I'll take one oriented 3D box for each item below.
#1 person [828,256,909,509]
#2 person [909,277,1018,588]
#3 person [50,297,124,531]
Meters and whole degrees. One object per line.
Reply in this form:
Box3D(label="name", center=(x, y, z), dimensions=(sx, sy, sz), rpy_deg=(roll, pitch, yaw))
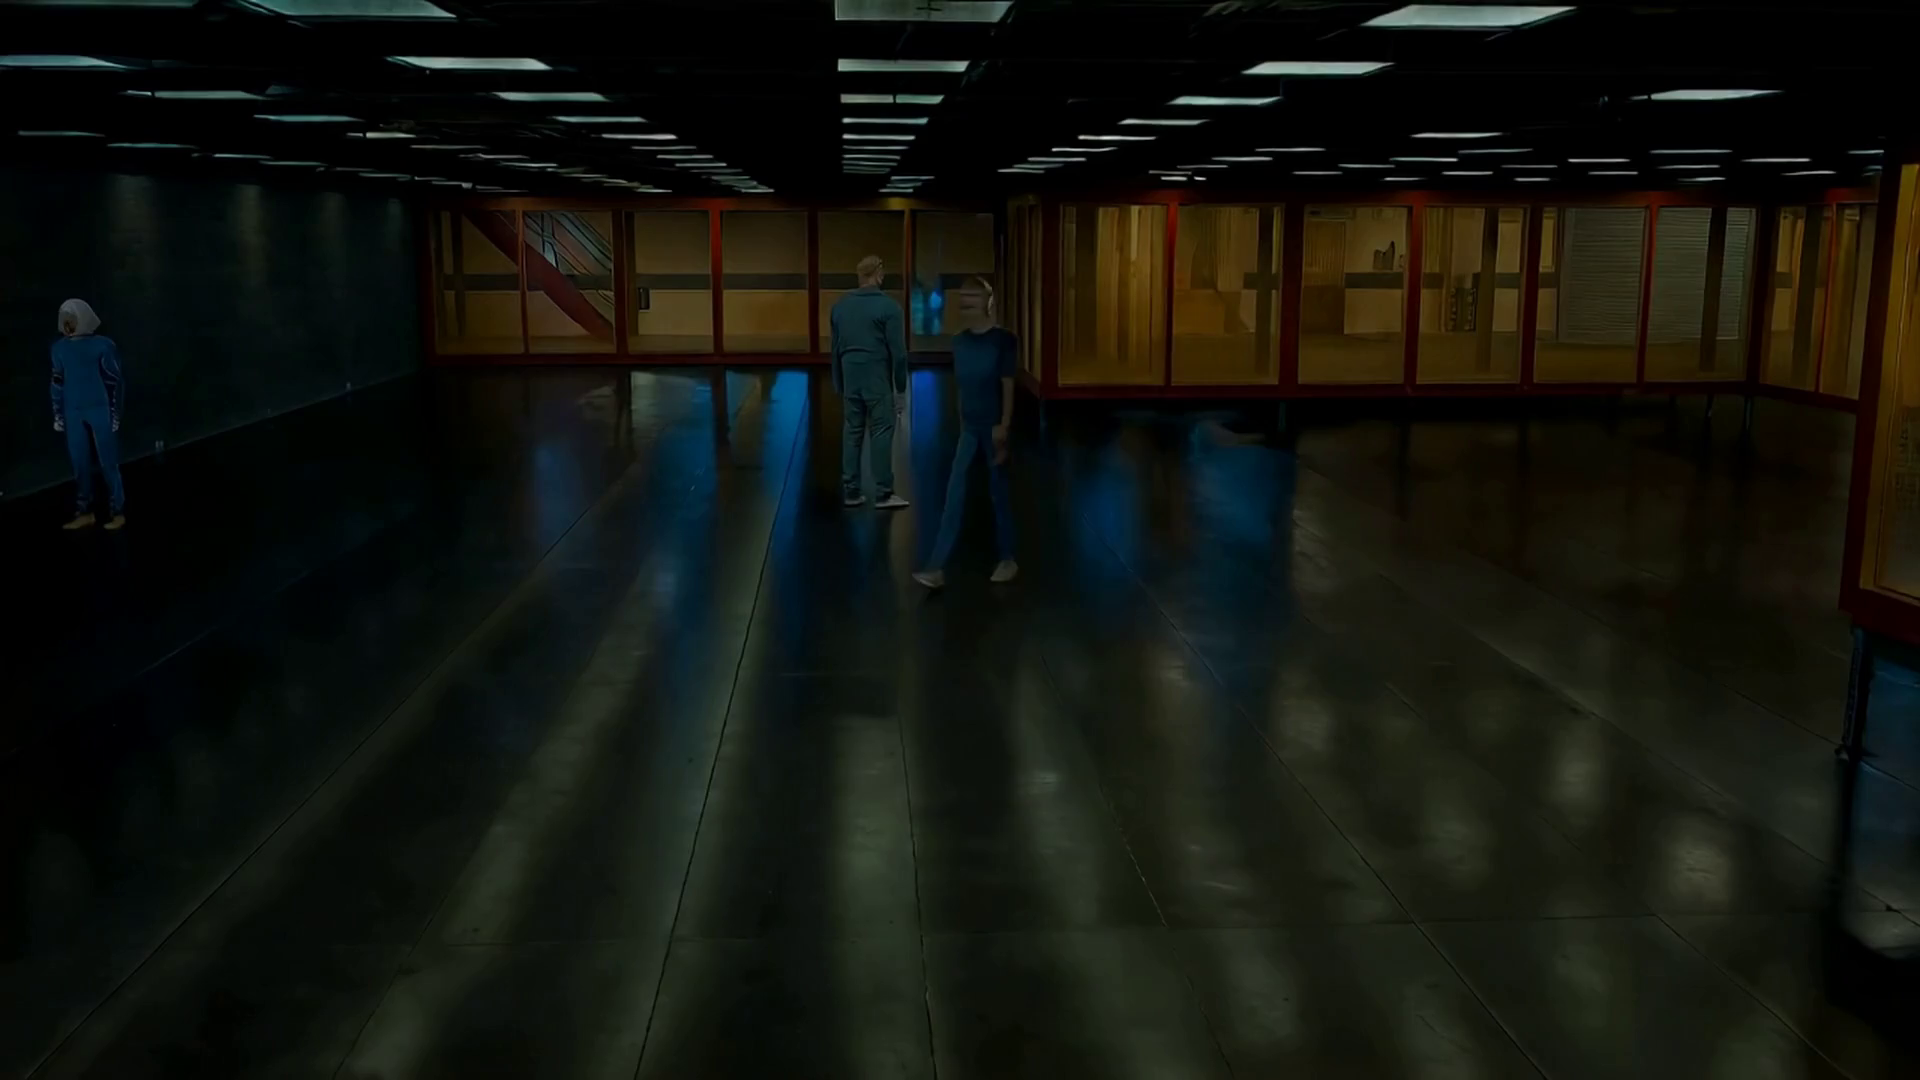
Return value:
Box3D(label="person", center=(-0.669, -1.189, 12.605), dimensions=(0.649, 1.904, 0.401), rpy_deg=(6, 12, 31))
Box3D(label="person", center=(0.081, -0.601, 9.692), dimensions=(0.508, 1.821, 0.971), rpy_deg=(6, 12, 31))
Box3D(label="person", center=(-6.112, -0.875, 11.644), dimensions=(0.507, 1.633, 0.276), rpy_deg=(1, 11, 6))
